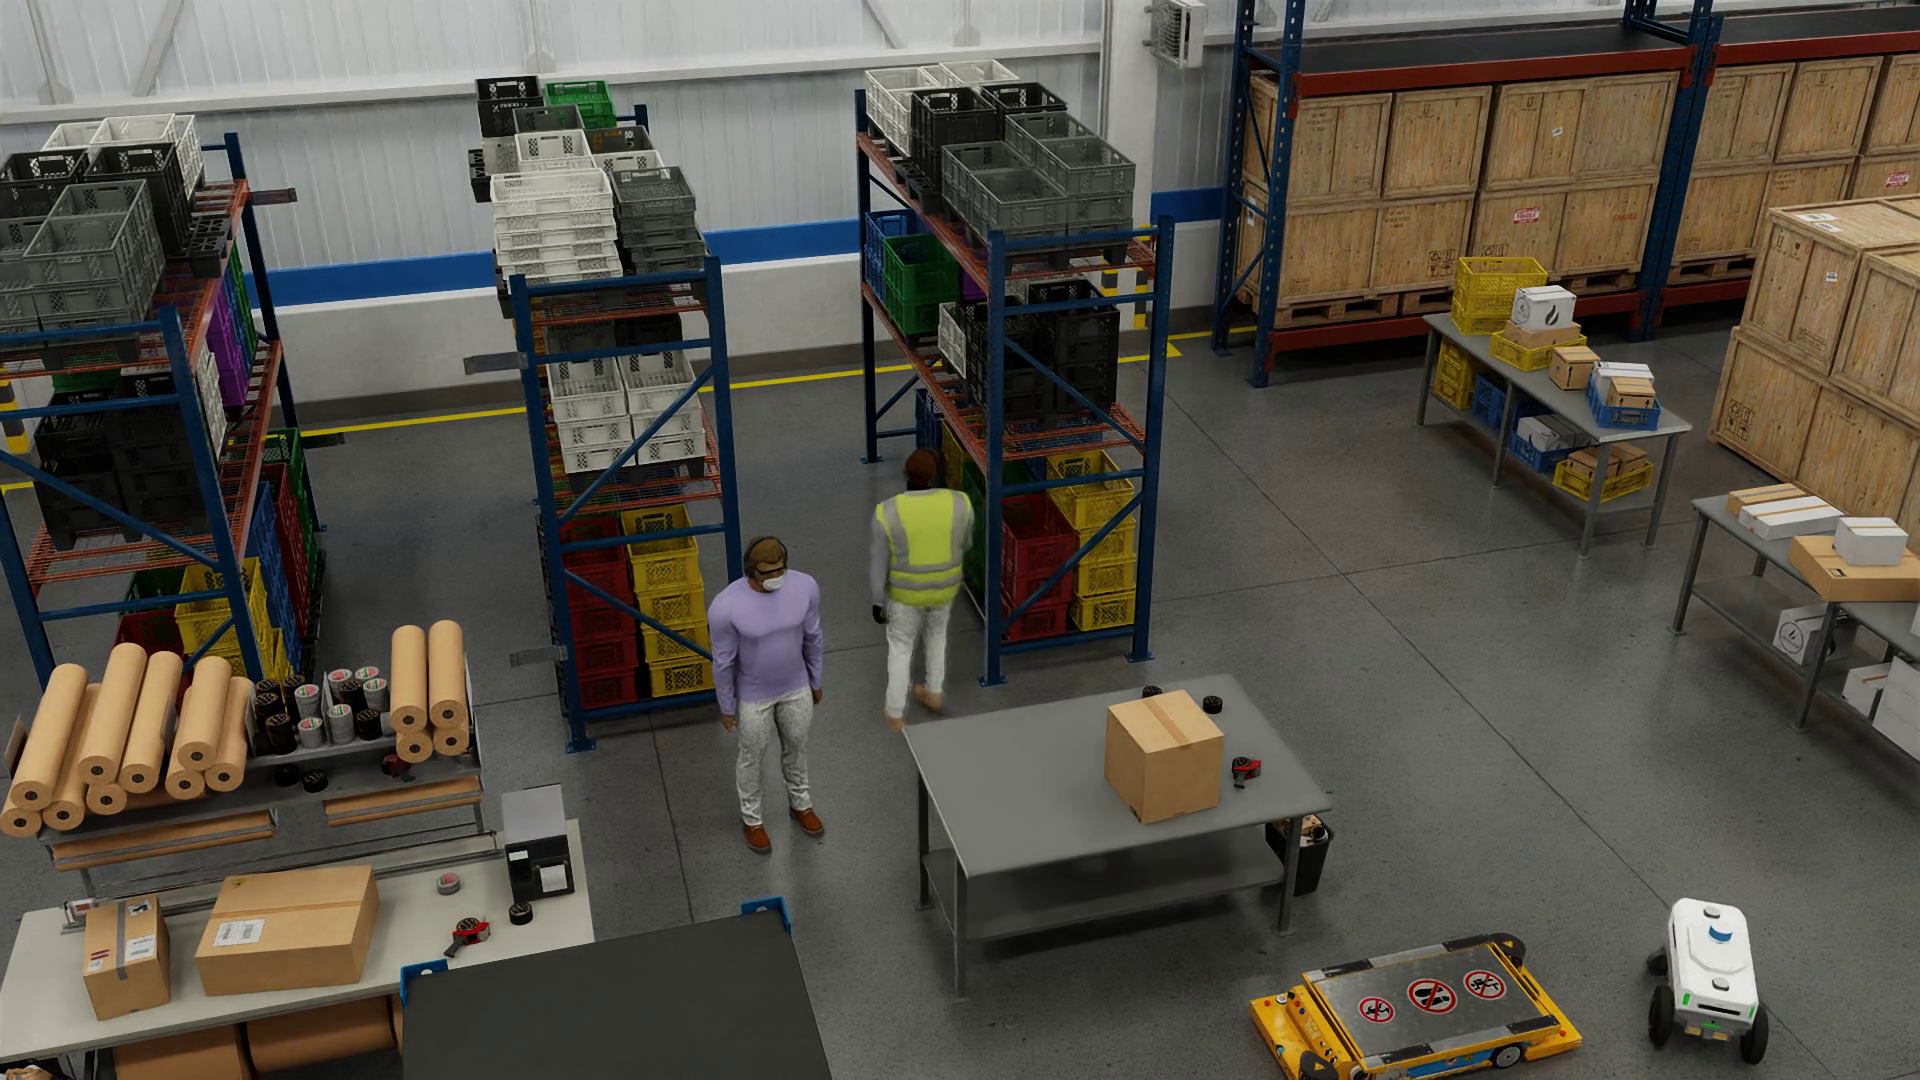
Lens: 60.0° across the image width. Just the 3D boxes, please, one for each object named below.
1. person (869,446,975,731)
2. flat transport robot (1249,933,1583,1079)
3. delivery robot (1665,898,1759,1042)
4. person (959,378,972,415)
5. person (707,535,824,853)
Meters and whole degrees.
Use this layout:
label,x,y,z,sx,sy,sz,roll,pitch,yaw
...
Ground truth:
label,x,y,z,sx,sy,sz,roll,pitch,yaw
person,-0.241,0.280,10.042,0.643,1.806,0.478,-6,29,-11
flat transport robot,2.184,2.282,7.980,1.431,0.197,0.652,-8,30,-14
delivery robot,3.627,2.045,8.025,0.477,0.478,0.707,9,30,15
person,0.140,-1.754,13.663,0.357,1.883,0.573,-3,29,-5
person,-1.020,0.808,8.955,0.630,1.932,0.362,-15,32,-26
